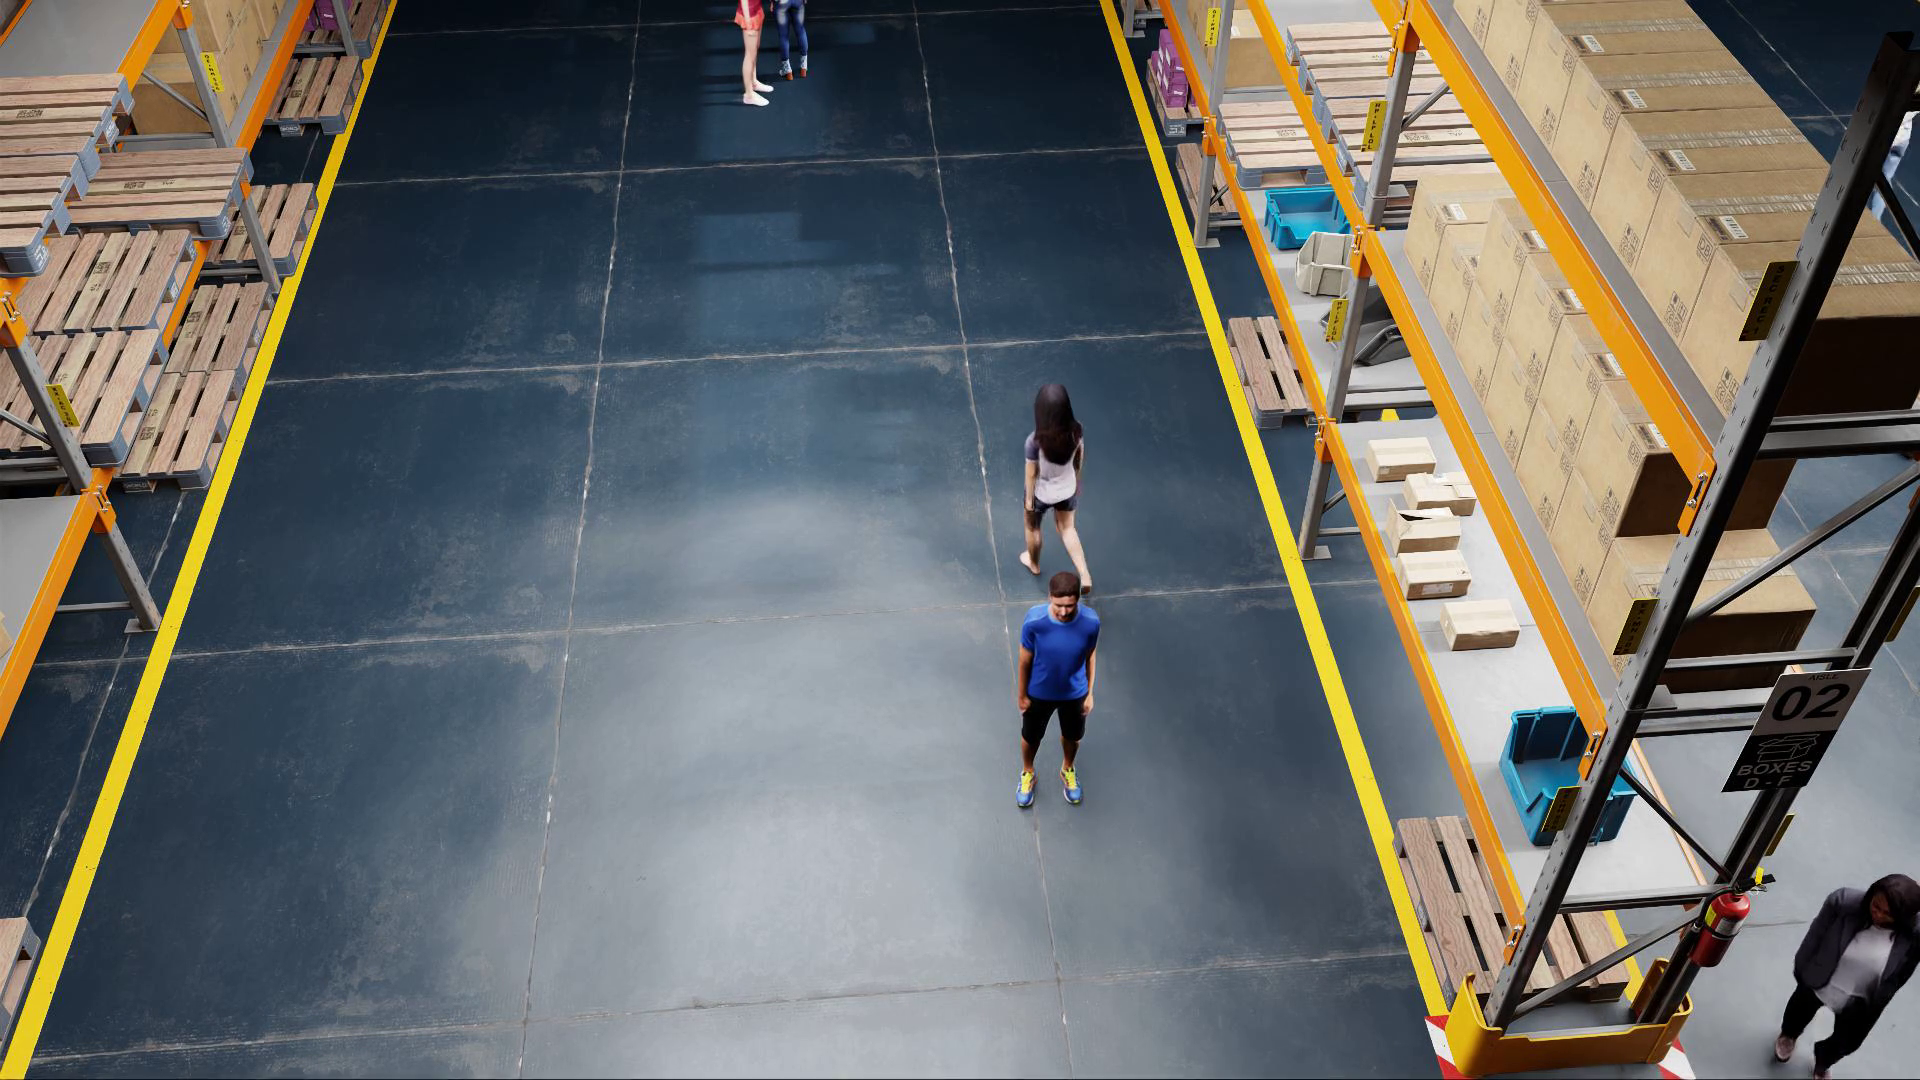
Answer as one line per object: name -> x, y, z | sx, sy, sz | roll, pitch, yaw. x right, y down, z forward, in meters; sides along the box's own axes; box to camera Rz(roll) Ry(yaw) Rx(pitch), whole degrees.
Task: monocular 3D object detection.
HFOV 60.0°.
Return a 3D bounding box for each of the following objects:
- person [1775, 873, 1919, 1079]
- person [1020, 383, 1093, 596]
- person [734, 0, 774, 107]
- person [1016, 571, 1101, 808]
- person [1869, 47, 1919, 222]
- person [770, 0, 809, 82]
person -> 4.614, 2.208, 8.627 | 0.810, 1.586, 0.847 | 22, 48, 22
person -> 0.651, -0.288, 11.174 | 0.833, 1.687, 1.037 | -21, 47, -20
person -> -2.039, -5.131, 16.211 | 0.657, 1.750, 0.499 | 3, 44, 4
person -> 0.573, 0.859, 9.837 | 0.613, 1.869, 0.560 | -1, 44, -2
person -> 8.116, -3.404, 14.433 | 0.754, 1.702, 0.898 | -11, 45, -11
person -> -1.707, -5.375, 16.564 | 0.673, 1.617, 0.653 | -17, 46, -17
